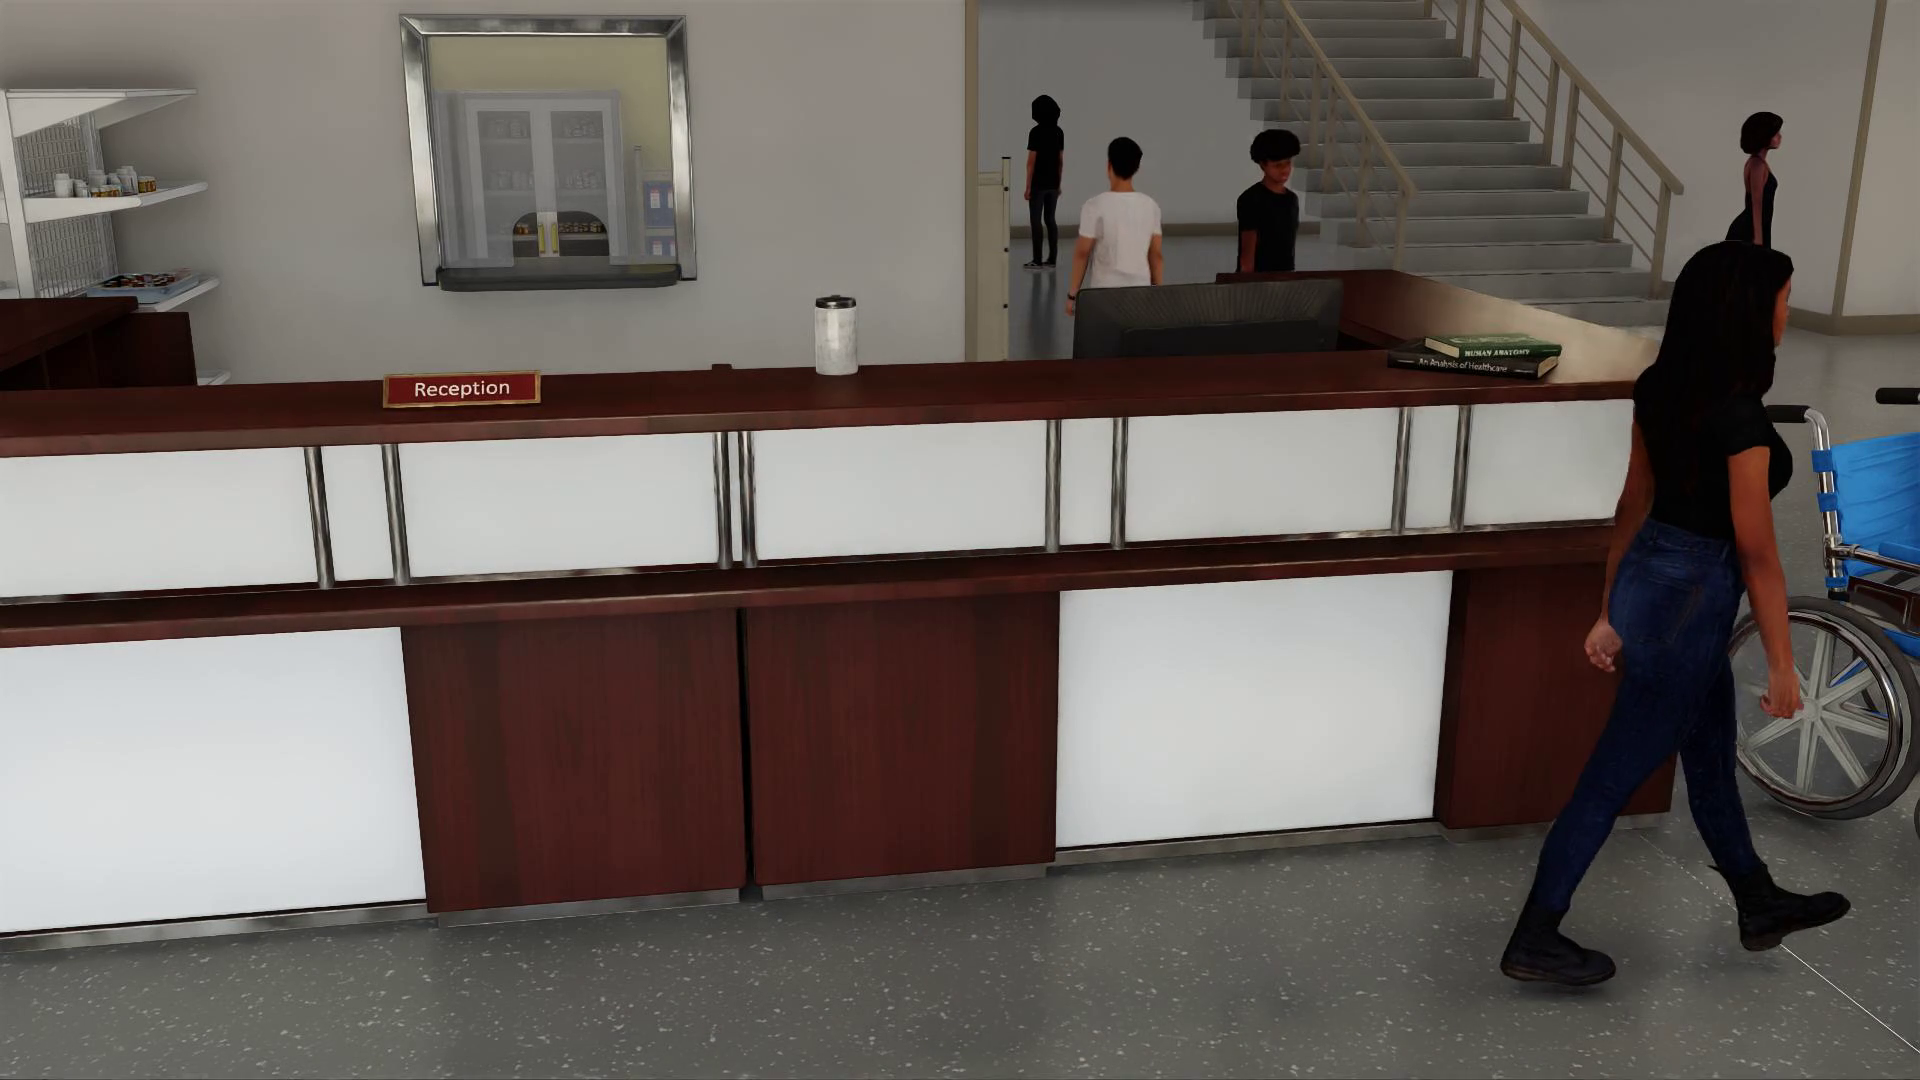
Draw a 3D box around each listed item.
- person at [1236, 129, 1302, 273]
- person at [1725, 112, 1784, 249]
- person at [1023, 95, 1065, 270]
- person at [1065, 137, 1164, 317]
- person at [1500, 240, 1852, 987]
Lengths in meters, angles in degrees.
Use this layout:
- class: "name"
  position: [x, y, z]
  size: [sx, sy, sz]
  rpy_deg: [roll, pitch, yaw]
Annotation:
- class: "person"
  position: [1.670, -1.425, 9.426]
  size: [0.933, 1.759, 0.854]
  rpy_deg: [15, 21, 42]
- class: "person"
  position: [5.758, -2.205, 12.137]
  size: [0.700, 1.790, 0.610]
  rpy_deg: [5, 17, 19]
- class: "person"
  position: [0.911, -3.846, 17.867]
  size: [0.708, 1.826, 0.700]
  rpy_deg: [-12, 20, -37]
- class: "person"
  position: [0.905, -1.320, 9.090]
  size: [0.714, 1.707, 0.684]
  rpy_deg: [-8, 18, -27]
- class: "person"
  position: [1.470, 0.237, 3.645]
  size: [0.675, 1.697, 1.029]
  rpy_deg: [-2, 16, -6]
